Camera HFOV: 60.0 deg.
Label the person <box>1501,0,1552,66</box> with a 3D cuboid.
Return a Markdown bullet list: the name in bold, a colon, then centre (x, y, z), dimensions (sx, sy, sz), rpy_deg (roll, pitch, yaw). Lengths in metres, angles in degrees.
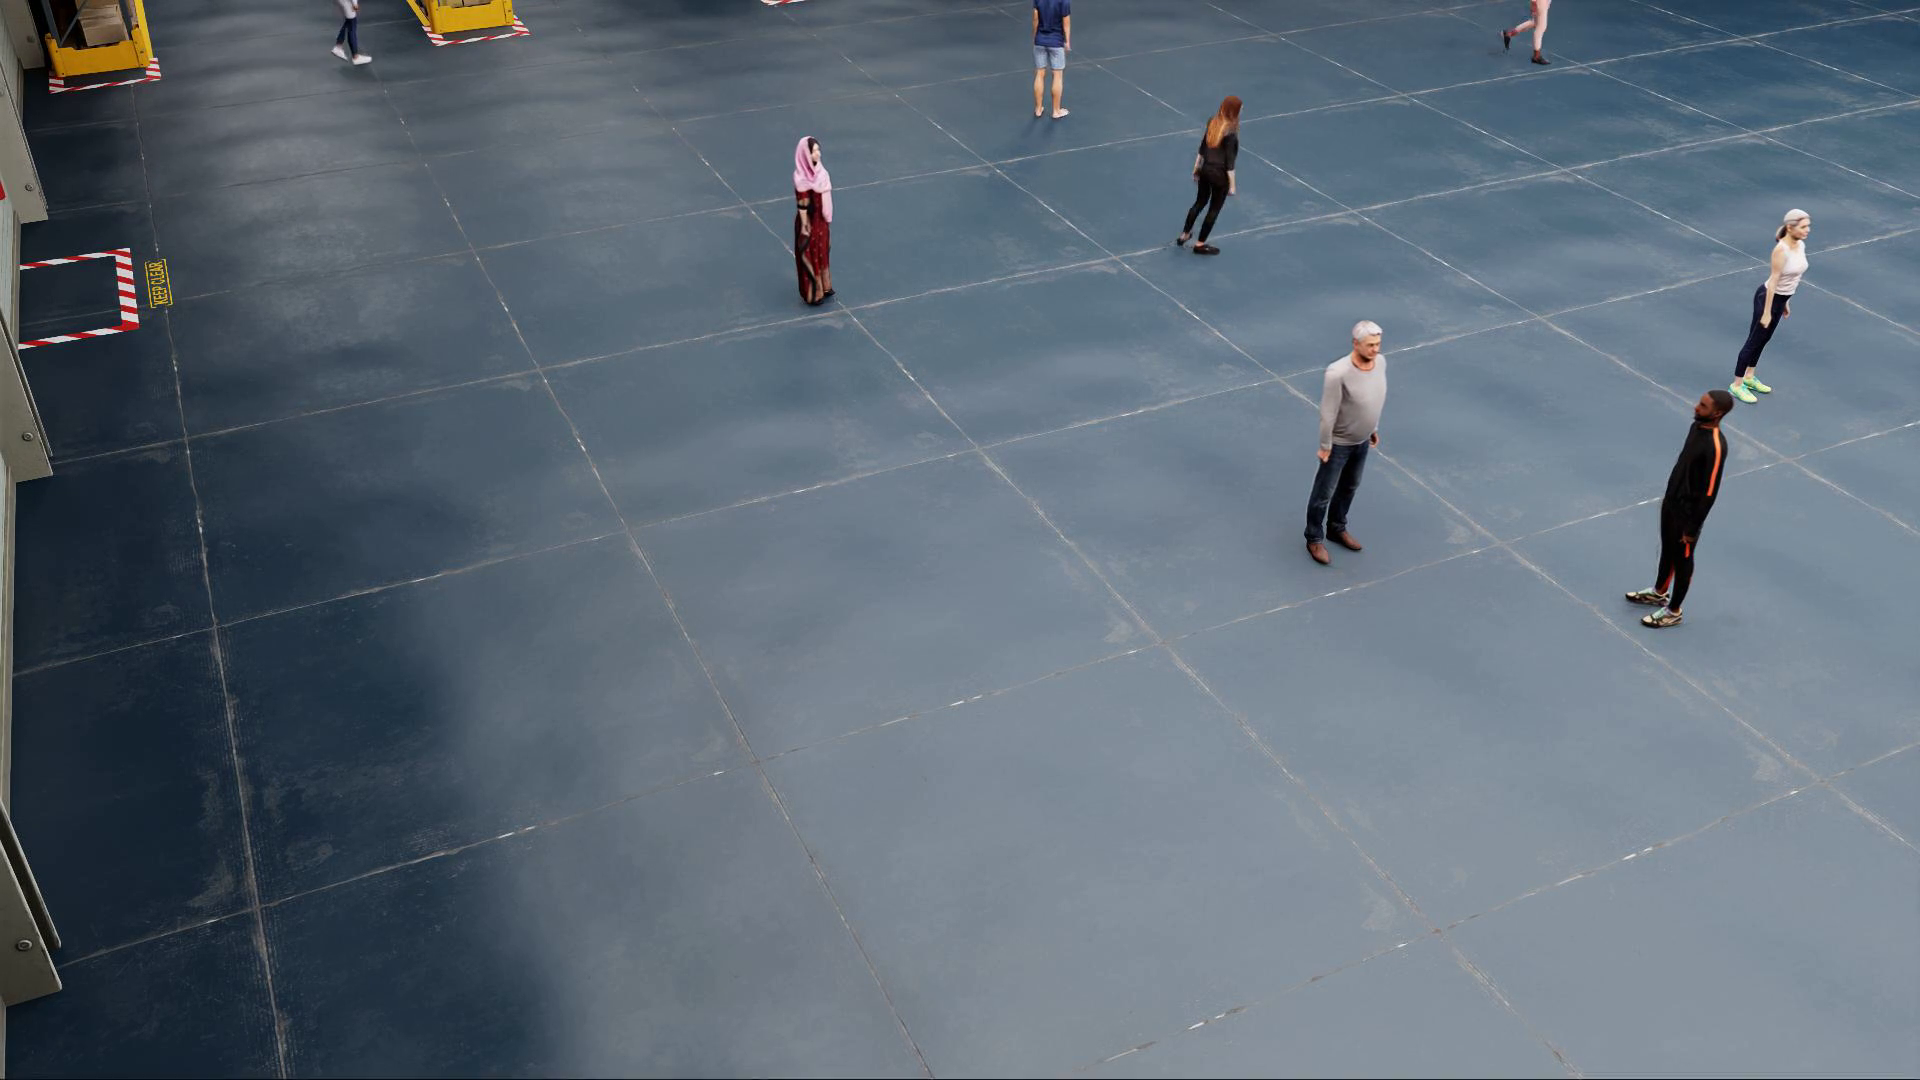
- **person**: centre (7.734, -7.285, 22.376), dimensions (1.116, 1.703, 0.899), rpy_deg (25, 41, 33)

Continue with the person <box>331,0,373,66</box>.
- **person**: centre (-8.310, -7.215, 22.207), dimensions (0.804, 1.769, 0.760), rpy_deg (-25, 41, -33)

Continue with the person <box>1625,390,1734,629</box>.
- **person**: centre (5.007, -0.229, 11.431), dimensions (0.755, 1.808, 0.629), rpy_deg (1, 33, 1)

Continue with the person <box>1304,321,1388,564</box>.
- **person**: centre (2.821, -0.747, 12.134), dimensions (0.773, 1.908, 0.672), rpy_deg (-20, 38, -28)

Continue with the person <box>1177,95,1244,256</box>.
- **person**: centre (2.520, -3.691, 16.878), dimensions (0.836, 1.673, 0.586), rpy_deg (-25, 40, -33)

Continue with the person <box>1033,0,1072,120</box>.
- **person**: centre (1.096, -6.145, 20.496), dimensions (0.697, 1.841, 0.765), rpy_deg (9, 34, 14)

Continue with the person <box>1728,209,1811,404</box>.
- **person**: centre (6.976, -2.037, 14.306), dimensions (0.656, 1.703, 0.630), rpy_deg (-27, 42, -35)

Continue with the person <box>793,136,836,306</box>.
- **person**: centre (-1.421, -3.077, 15.965), dimensions (0.808, 1.638, 0.765), rpy_deg (14, 36, 21)
